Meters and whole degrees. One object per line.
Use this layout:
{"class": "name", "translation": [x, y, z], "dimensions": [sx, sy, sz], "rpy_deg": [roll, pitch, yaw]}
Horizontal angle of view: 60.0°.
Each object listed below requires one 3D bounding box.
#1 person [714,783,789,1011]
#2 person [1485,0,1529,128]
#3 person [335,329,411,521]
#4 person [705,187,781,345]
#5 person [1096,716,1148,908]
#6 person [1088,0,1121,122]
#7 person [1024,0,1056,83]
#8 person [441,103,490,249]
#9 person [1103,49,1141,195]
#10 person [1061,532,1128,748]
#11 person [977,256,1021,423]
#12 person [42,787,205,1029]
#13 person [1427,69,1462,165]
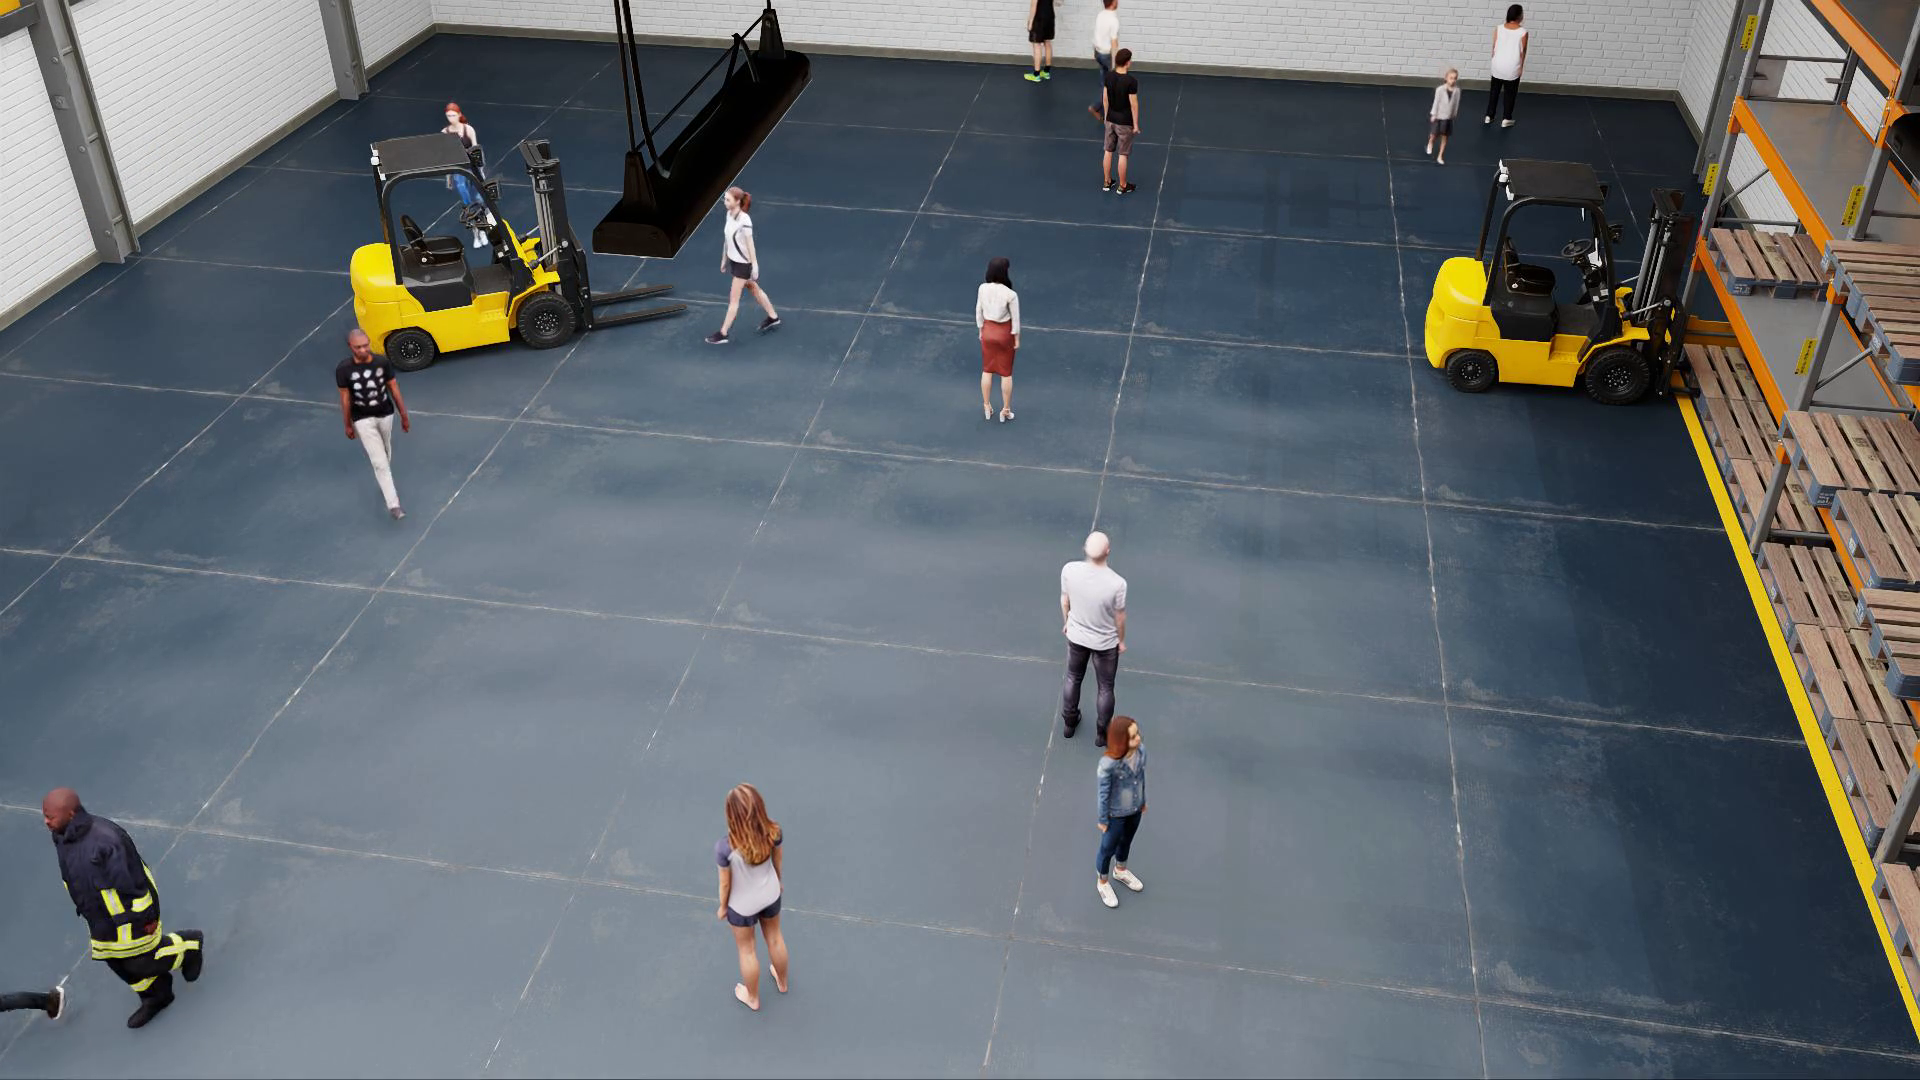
{"class": "person", "translation": [-1.255, 2.200, 10.155], "dimensions": [0.680, 1.675, 0.740], "rpy_deg": [-21, 39, -28]}
{"class": "person", "translation": [7.767, -6.738, 23.593], "dimensions": [0.762, 1.685, 0.790], "rpy_deg": [27, 42, 35]}
{"class": "person", "translation": [-5.319, -1.111, 15.071], "dimensions": [1.202, 1.748, 1.284], "rpy_deg": [-20, 39, -27]}
{"class": "person", "translation": [-2.273, -2.973, 17.918], "dimensions": [1.173, 1.696, 1.102], "rpy_deg": [-22, 39, -29]}
{"class": "person", "translation": [1.063, 1.761, 10.994], "dimensions": [0.627, 1.478, 0.701], "rpy_deg": [-24, 41, -32]}
{"class": "person", "translation": [2.002, -6.828, 23.587], "dimensions": [0.940, 1.842, 0.890], "rpy_deg": [-16, 37, -22]}
{"class": "person", "translation": [1.274, -7.913, 25.174], "dimensions": [0.845, 1.891, 0.738], "rpy_deg": [25, 41, 33]}
{"class": "person", "translation": [-5.941, -4.408, 20.002], "dimensions": [0.713, 1.780, 0.761], "rpy_deg": [-7, 34, -11]}
{"class": "person", "translation": [2.046, -5.400, 21.424], "dimensions": [0.772, 1.858, 0.761], "rpy_deg": [23, 40, 31]}
{"class": "person", "translation": [0.973, 0.717, 12.245], "dimensions": [0.724, 1.832, 0.694], "rpy_deg": [16, 37, 23]}
{"class": "person", "translation": [0.378, -1.972, 16.364], "dimensions": [0.650, 1.751, 0.600], "rpy_deg": [15, 36, 21]}
{"class": "person", "translation": [-5.068, 2.145, 10.125], "dimensions": [0.855, 1.801, 0.990], "rpy_deg": [10, 35, 15]}
{"class": "person", "translation": [6.532, -5.757, 22.495], "dimensions": [0.547, 1.267, 0.701], "rpy_deg": [2, 34, 3]}
